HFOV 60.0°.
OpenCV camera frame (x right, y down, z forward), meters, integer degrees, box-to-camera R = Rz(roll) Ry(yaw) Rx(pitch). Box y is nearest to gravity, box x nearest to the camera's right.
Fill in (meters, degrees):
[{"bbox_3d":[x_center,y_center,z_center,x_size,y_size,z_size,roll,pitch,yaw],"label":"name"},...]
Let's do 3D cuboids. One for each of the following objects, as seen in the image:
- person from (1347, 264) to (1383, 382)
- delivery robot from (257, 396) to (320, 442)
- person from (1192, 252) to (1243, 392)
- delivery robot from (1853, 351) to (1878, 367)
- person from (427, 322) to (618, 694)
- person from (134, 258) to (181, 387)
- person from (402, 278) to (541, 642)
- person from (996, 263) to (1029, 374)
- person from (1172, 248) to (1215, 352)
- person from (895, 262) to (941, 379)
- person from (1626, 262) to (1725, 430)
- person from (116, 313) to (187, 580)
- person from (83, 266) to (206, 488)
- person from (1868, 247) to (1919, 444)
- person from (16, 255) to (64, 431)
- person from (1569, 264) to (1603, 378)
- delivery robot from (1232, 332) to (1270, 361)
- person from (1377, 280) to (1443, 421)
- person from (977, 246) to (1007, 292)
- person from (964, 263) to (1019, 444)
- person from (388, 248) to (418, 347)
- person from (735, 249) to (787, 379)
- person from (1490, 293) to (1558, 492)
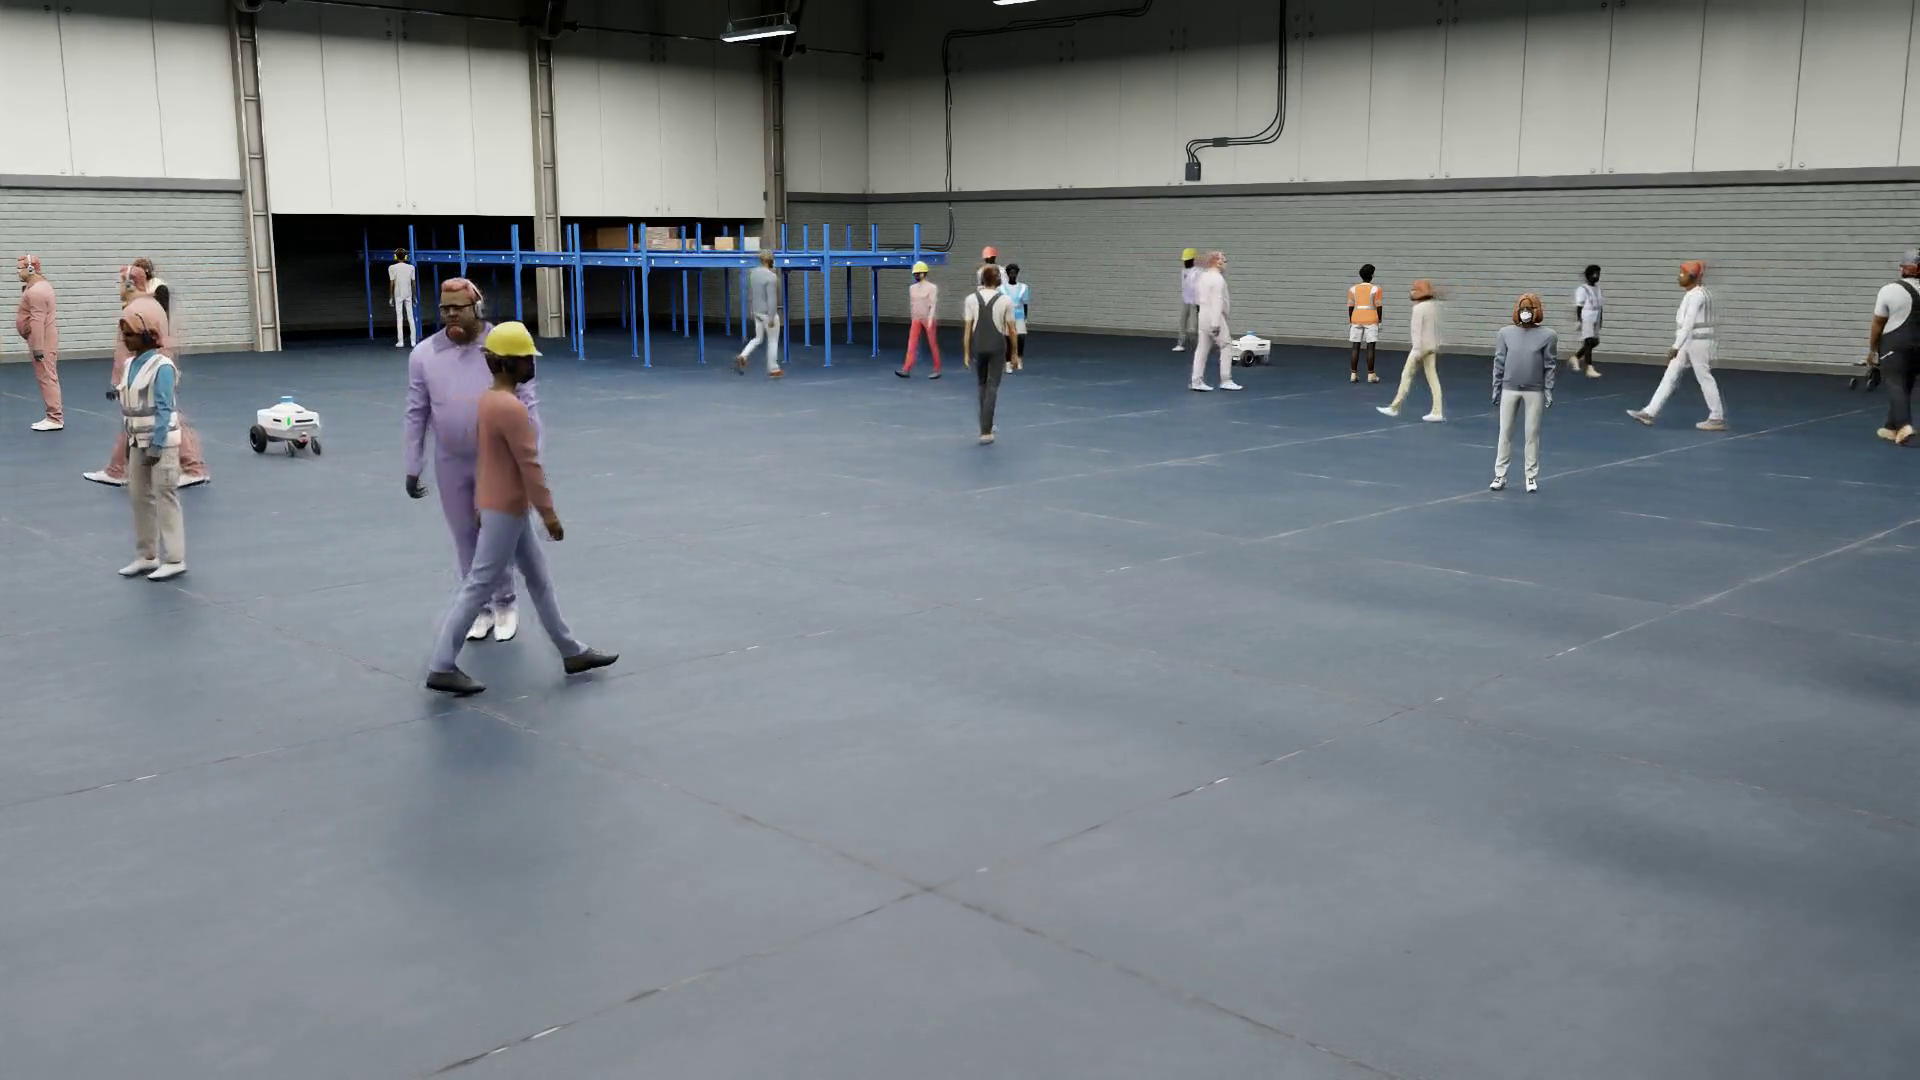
[{"bbox_3d":[5.861,-3.134,24.052,0.532,1.697,0.320,7,13,35],"label":"person"},{"bbox_3d":[-6.582,-1.165,16.295,0.707,0.478,0.477,10,14,43],"label":"delivery robot"},{"bbox_3d":[3.521,-2.953,22.553,0.818,1.877,0.669,-2,11,-13],"label":"person"},{"bbox_3d":[12.709,-2.530,23.031,0.698,0.223,0.335,-5,11,-23],"label":"delivery robot"},{"bbox_3d":[-2.097,-0.155,7.756,0.928,1.713,0.534,-5,12,-26],"label":"person"},{"bbox_3d":[-10.803,-2.868,22.279,0.617,1.819,0.824,5,11,24],"label":"person"},{"bbox_3d":[-2.532,-0.398,8.602,0.679,1.887,0.543,0,10,1],"label":"person"},{"bbox_3d":[0.793,-3.391,25.509,0.537,1.687,0.373,-1,10,-3],"label":"person"},{"bbox_3d":[4.301,-4.393,30.436,0.810,1.885,0.587,-6,12,-31],"label":"person"},{"bbox_3d":[-0.577,-3.214,24.437,0.527,1.721,0.903,7,12,33],"label":"person"},{"bbox_3d":[7.942,-2.124,18.224,1.028,1.820,0.576,2,11,11],"label":"person"},{"bbox_3d":[-5.014,-0.578,10.295,0.524,1.637,0.352,7,13,35],"label":"person"},{"bbox_3d":[-6.858,-1.349,13.892,0.999,1.855,0.660,-2,11,-12],"label":"person"},{"bbox_3d":[9.692,-1.997,17.032,0.686,2.000,0.979,1,10,3],"label":"person"},{"bbox_3d":[-10.072,-2.153,18.173,0.401,1.899,0.636,-4,11,-22],"label":"person"},{"bbox_3d":[9.455,-3.307,25.040,0.545,1.683,0.664,-6,12,-31],"label":"person"},{"bbox_3d":[4.740,-3.171,27.235,0.707,0.478,0.477,-7,13,-34],"label":"delivery robot"},{"bbox_3d":[5.229,-2.179,19.119,0.814,1.594,0.521,9,14,41],"label":"person"},{"bbox_3d":[0.538,-4.081,28.597,0.566,1.920,0.415,5,11,25],"label":"person"},{"bbox_3d":[0.356,-1.931,17.170,0.523,1.810,0.836,3,11,17],"label":"person"},{"bbox_3d":[-10.609,-4.617,31.669,0.532,1.870,0.315,-6,12,-30],"label":"person"},{"bbox_3d":[-2.931,-3.330,24.533,0.750,1.922,0.642,-9,14,-40],"label":"person"},{"bbox_3d":[4.679,-1.227,13.828,0.498,1.634,0.281,5,11,24],"label":"person"}]
